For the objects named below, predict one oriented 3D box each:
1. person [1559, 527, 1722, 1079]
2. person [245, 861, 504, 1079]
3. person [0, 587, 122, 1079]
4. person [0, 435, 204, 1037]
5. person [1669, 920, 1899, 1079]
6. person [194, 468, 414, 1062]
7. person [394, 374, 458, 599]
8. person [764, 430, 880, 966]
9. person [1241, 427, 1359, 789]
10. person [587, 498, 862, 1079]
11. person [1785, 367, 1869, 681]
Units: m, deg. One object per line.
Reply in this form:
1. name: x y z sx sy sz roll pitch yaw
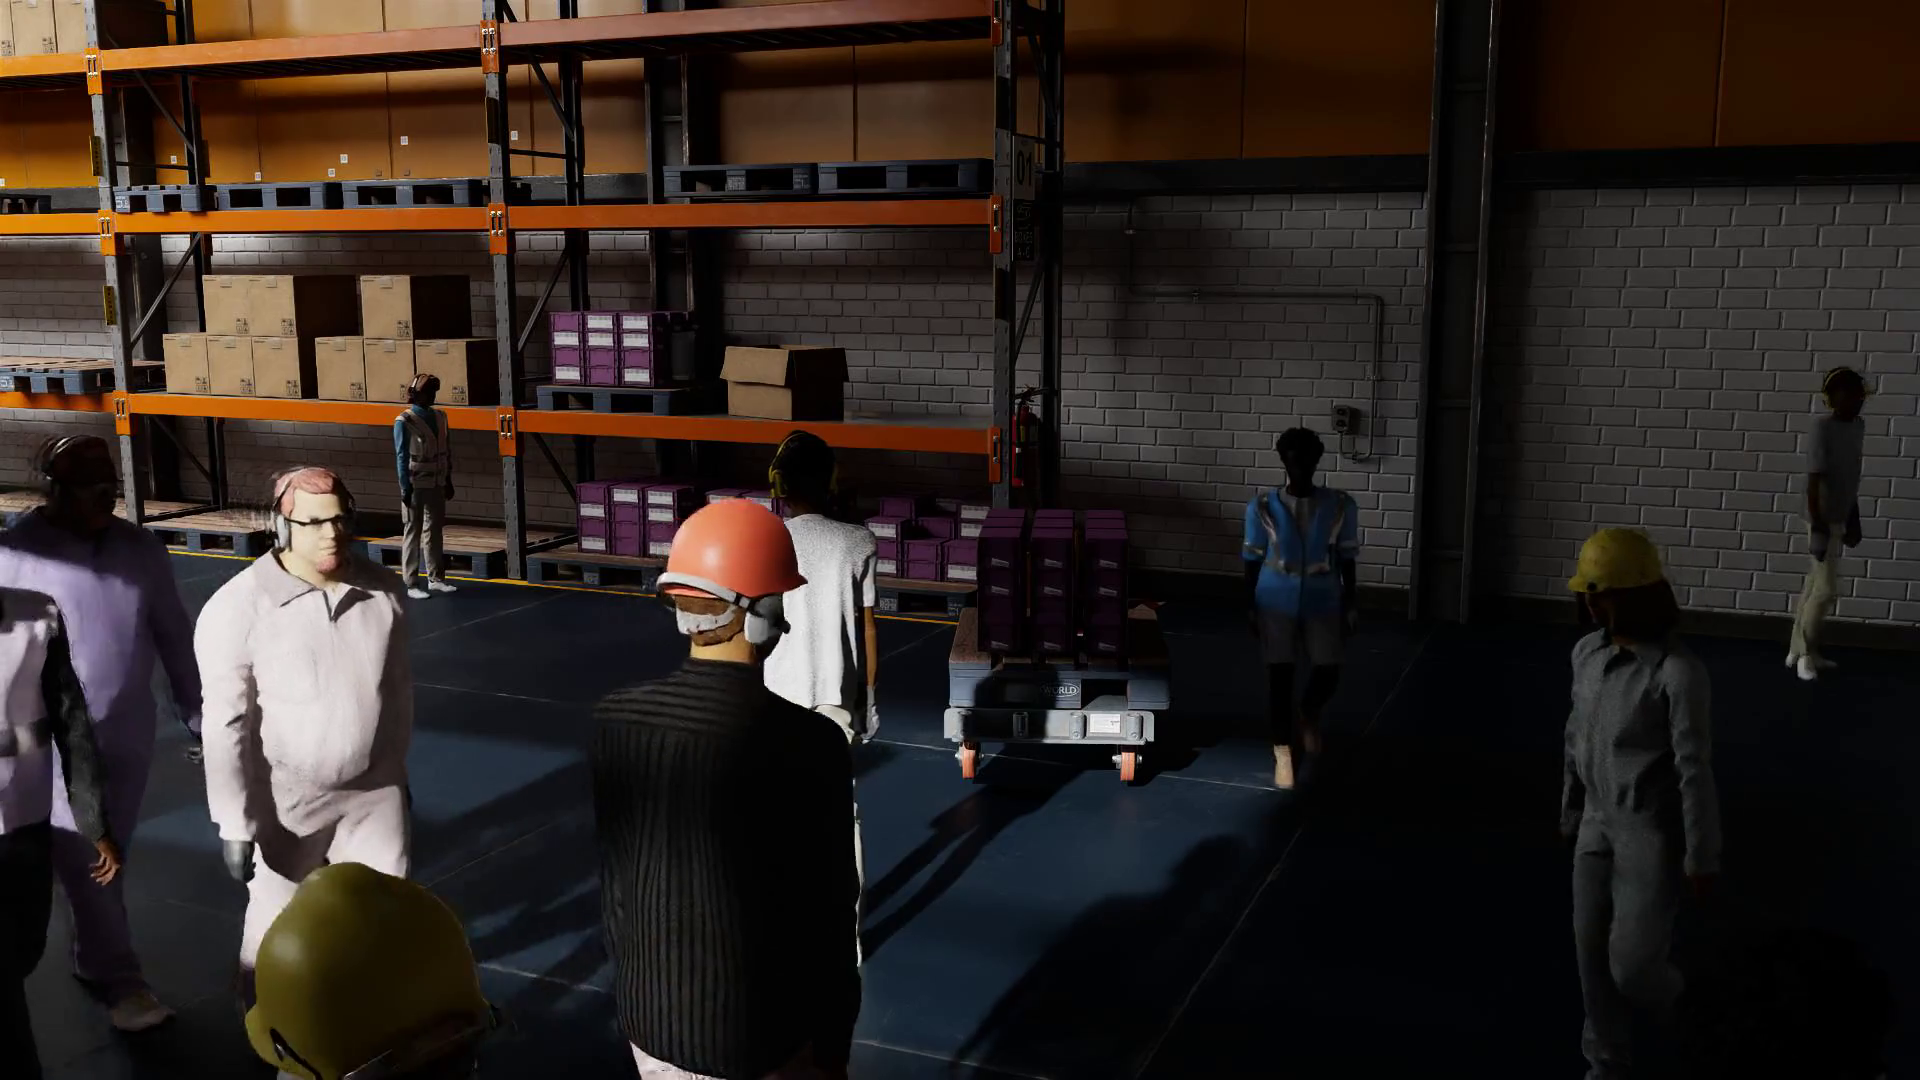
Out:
1. person: 1.876 0.808 4.581 0.527 1.719 0.526 -3 10 -20
2. person: -0.508 1.236 1.801 0.589 1.804 0.813 -9 13 -42
3. person: -2.645 0.766 4.396 0.950 1.871 0.606 8 12 38
4. person: -2.653 0.617 5.261 0.902 1.874 0.670 5 11 30
5. person: 0.892 1.264 1.942 0.316 1.695 0.569 -4 10 -23
6. person: -1.874 0.707 4.828 1.000 1.862 0.656 9 13 44
7. person: -3.875 -0.389 12.036 0.322 1.627 0.508 4 10 23
8. person: -0.515 0.558 5.680 0.514 1.863 0.317 -4 10 -21
9. person: 1.571 0.302 7.737 0.546 1.676 0.428 1 10 6
10. person: -0.431 0.902 3.252 0.637 1.977 0.436 5 11 26
11. person: 5.049 -0.094 9.695 0.599 1.835 0.432 -7 12 -37
